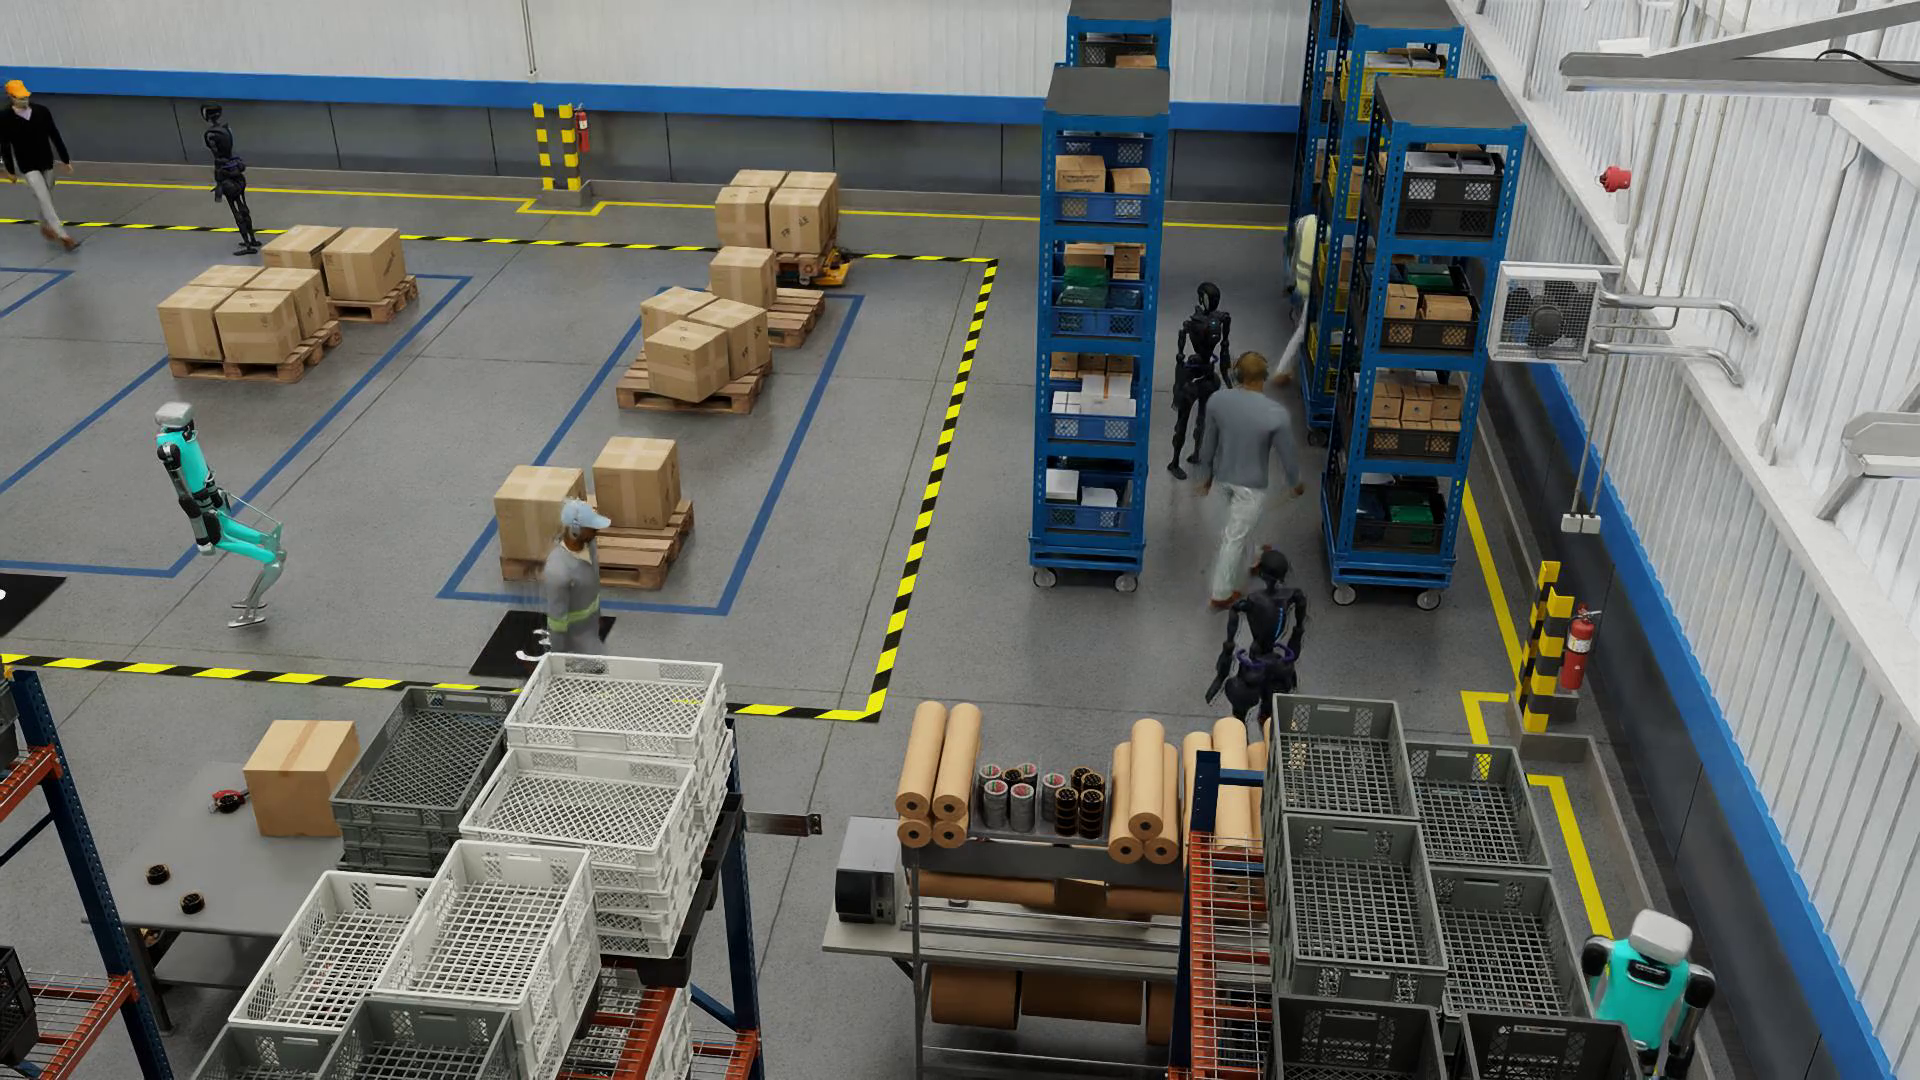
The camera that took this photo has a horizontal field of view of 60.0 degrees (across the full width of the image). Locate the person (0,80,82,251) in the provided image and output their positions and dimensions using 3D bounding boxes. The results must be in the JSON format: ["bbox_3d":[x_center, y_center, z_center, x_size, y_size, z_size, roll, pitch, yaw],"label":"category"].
[{"bbox_3d":[-10.040,-4.096,18.153,0.967,1.828,0.607,20,36,31],"label":"person"}]

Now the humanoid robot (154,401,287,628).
[{"bbox_3d":[-4.968,-0.184,11.397,0.735,1.677,0.533,-5,31,-9],"label":"humanoid robot"}]

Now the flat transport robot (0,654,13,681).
[{"bbox_3d":[-7.142,0.969,11.010,1.431,0.231,0.659,3,30,6],"label":"flat transport robot"}]

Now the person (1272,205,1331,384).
[{"bbox_3d":[3.276,-2.296,15.114,0.981,1.783,0.637,-18,35,-28],"label":"person"}]

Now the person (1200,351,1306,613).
[{"bbox_3d":[2.084,-0.452,11.835,0.661,1.887,0.944,26,39,37],"label":"person"}]

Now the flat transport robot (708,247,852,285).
[{"bbox_3d":[-1.911,-2.949,17.711,1.431,0.197,0.652,3,30,6],"label":"flat transport robot"}]

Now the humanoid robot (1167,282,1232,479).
[{"bbox_3d":[1.956,-1.311,13.511,0.599,1.657,0.315,-18,35,-28],"label":"humanoid robot"}]

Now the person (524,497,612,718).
[{"bbox_3d":[-2.407,0.532,10.227,0.785,1.817,0.624,5,31,8],"label":"person"}]

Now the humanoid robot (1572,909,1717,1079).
[{"bbox_3d":[2.717,2.489,6.973,0.551,1.799,0.917,12,32,20],"label":"humanoid robot"}]

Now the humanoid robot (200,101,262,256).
[{"bbox_3d":[-7.913,-3.920,17.990,0.315,1.659,0.599,-3,30,-4],"label":"humanoid robot"}]

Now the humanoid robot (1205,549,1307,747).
[{"bbox_3d":[1.795,0.819,9.876,0.609,1.645,0.477,-12,32,-20],"label":"humanoid robot"}]
